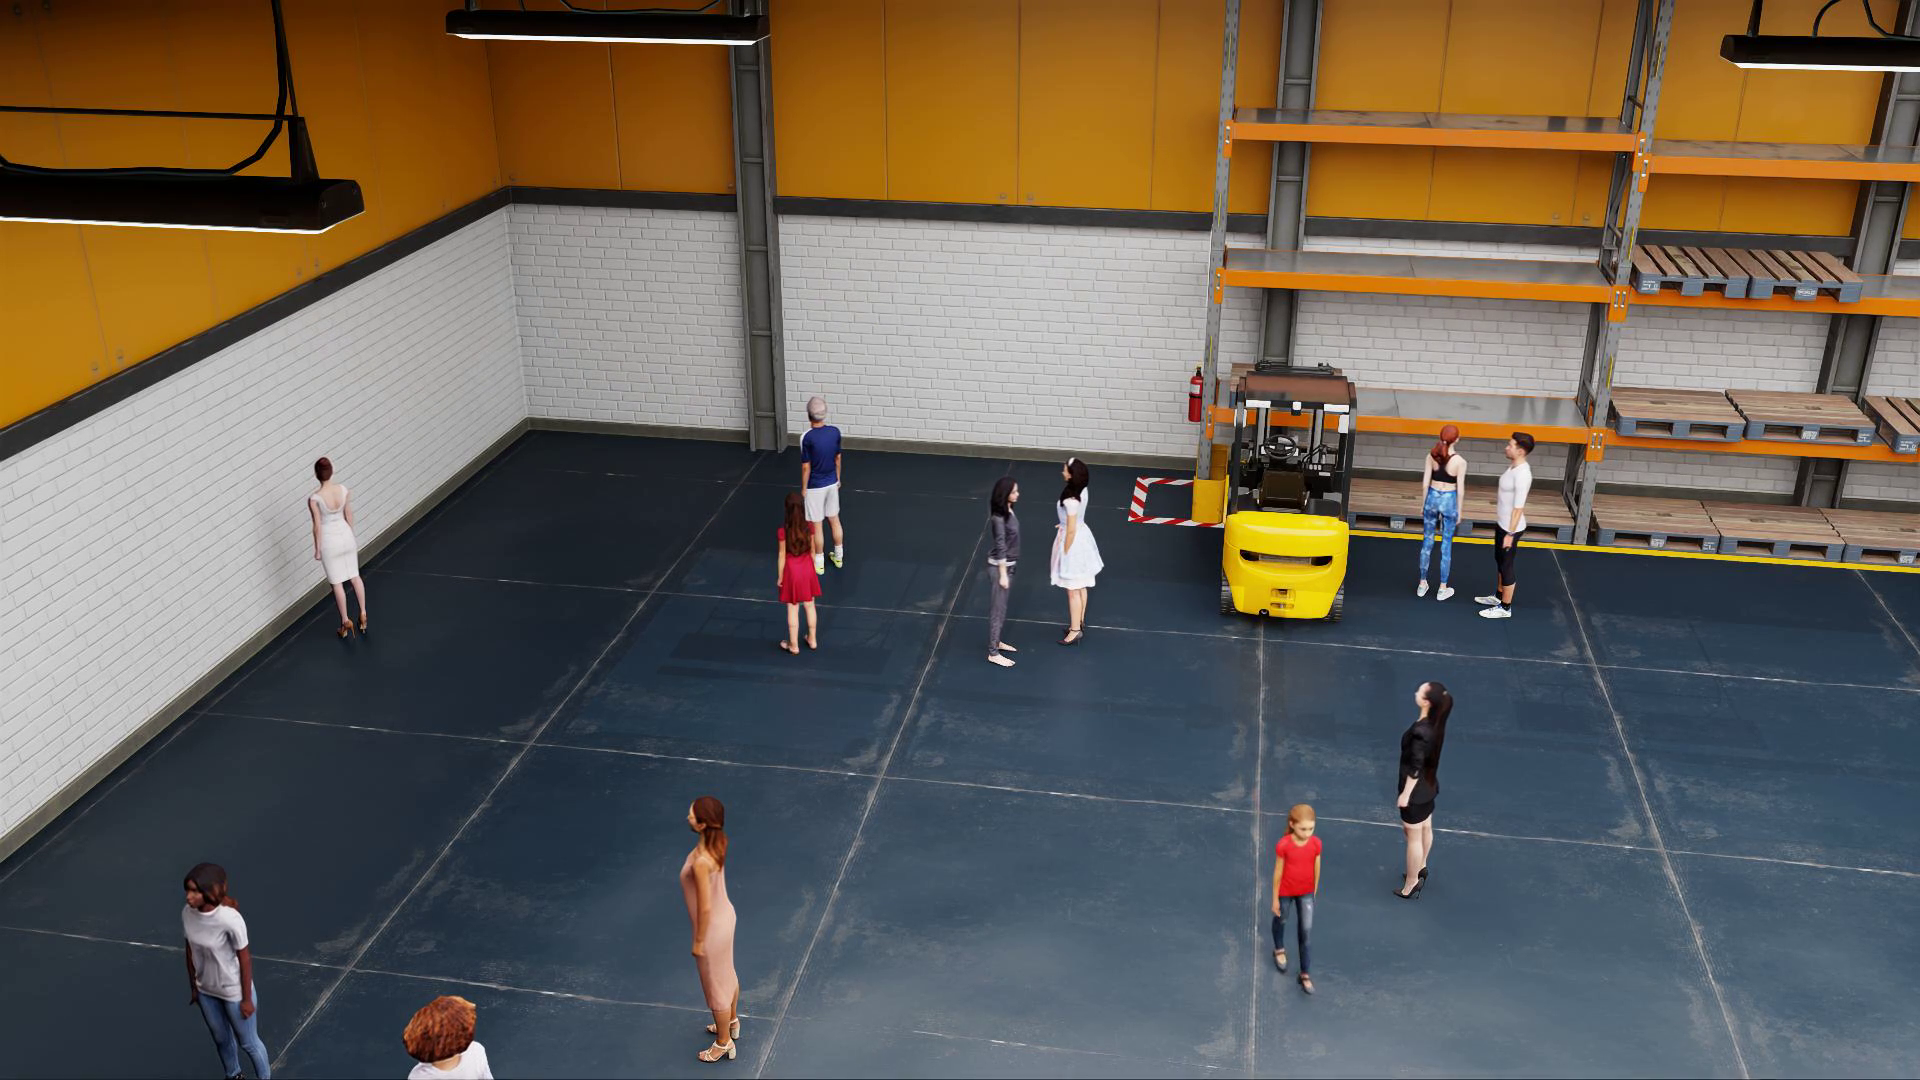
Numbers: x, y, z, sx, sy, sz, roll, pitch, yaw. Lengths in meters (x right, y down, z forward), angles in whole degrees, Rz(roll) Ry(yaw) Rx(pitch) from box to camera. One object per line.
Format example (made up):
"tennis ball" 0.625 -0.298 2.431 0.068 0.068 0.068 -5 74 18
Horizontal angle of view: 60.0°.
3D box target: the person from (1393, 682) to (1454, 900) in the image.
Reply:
"person" 3.236 1.744 11.675 0.668 1.696 0.670 16 28 32

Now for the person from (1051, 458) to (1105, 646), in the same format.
"person" 1.050 0.108 15.266 0.767 1.818 0.746 8 25 18

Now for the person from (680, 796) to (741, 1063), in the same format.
"person" -1.492 2.352 10.115 0.515 1.832 0.586 3 24 6

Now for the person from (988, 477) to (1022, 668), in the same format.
"person" 0.383 0.254 14.999 0.506 1.764 0.595 3 24 7

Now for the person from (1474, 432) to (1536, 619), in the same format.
"person" 5.238 -0.152 15.819 0.559 1.851 0.662 4 24 10

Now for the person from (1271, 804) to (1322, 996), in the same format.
"person" 2.178 2.274 10.967 0.727 1.292 0.627 0 24 -1

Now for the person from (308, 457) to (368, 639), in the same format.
"person" -5.770 0.063 15.401 0.655 1.793 0.649 19 30 37

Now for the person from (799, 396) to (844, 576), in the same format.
"person" -1.405 -0.561 16.774 0.710 1.836 0.746 -19 30 -37

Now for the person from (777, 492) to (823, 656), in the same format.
"person" -1.480 0.291 15.176 0.679 1.554 0.739 -14 27 -28

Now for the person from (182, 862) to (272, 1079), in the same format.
"person" -4.264 2.614 9.655 0.513 1.719 0.681 8 25 18

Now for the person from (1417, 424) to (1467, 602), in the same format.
"person" 4.679 -0.278 16.190 0.630 1.784 0.715 15 28 30

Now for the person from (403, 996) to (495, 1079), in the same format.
"person" -2.599 3.088 8.580 0.758 1.712 0.793 -21 31 -40
